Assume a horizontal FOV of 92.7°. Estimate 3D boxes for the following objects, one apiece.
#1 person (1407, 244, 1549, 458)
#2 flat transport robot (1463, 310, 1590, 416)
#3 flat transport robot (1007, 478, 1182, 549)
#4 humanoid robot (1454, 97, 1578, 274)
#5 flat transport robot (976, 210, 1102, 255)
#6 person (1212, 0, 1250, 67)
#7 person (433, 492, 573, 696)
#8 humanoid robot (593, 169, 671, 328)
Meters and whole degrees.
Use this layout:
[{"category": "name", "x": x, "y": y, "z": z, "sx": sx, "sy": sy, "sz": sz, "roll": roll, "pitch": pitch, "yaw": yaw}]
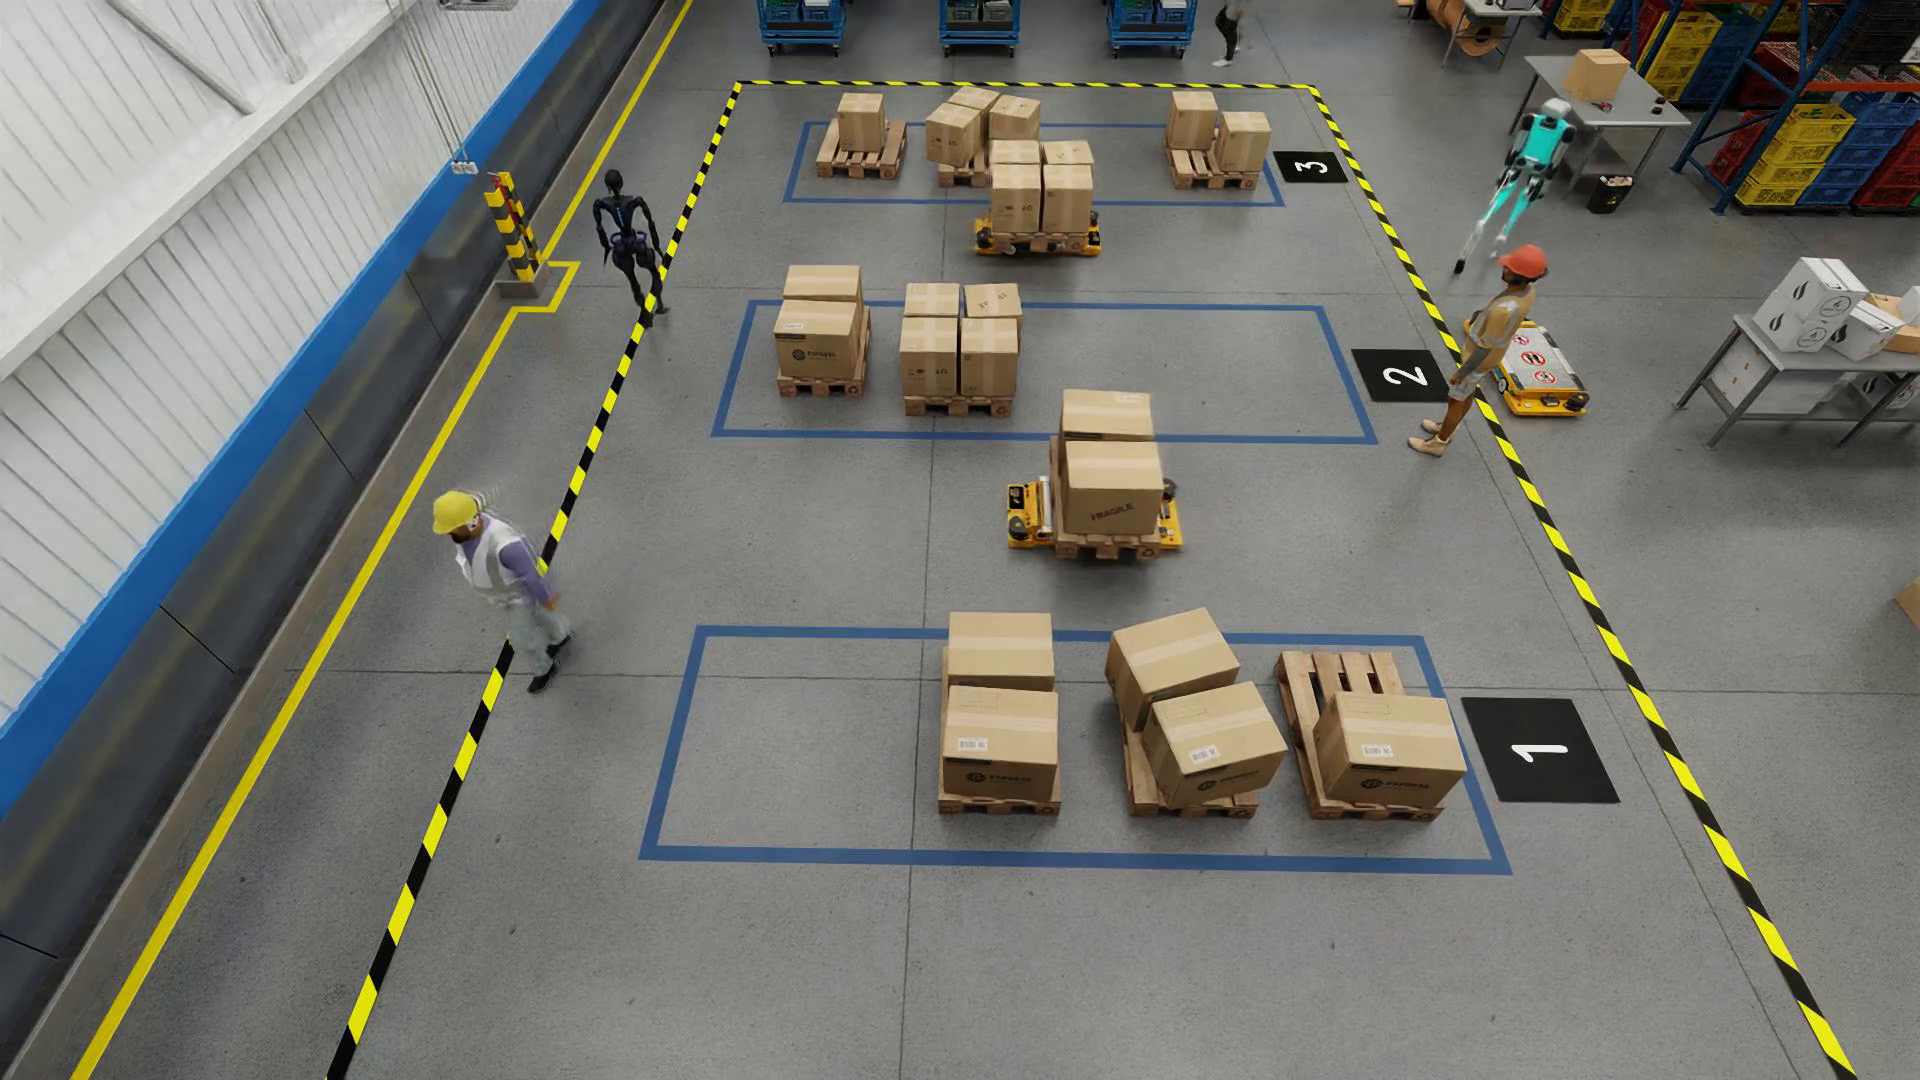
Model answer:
[{"category": "person", "x": 4.349, "y": -1.554, "z": 7.704, "sx": 0.365, "sy": 2.048, "sz": 0.607, "roll": 35, "pitch": 57, "yaw": 26}, {"category": "flat transport robot", "x": 5.573, "y": -1.757, "z": 9.054, "sx": 0.659, "sy": 0.231, "sz": 1.431, "roll": 1, "pitch": 49, "yaw": 1}, {"category": "flat transport robot", "x": 1.117, "y": -0.241, "z": 7.723, "sx": 1.431, "sy": 0.197, "sz": 0.652, "roll": 1, "pitch": 49, "yaw": 1}, {"category": "humanoid robot", "x": 5.820, "y": -3.667, "z": 9.748, "sx": 0.974, "sy": 1.761, "sz": 0.553, "roll": -35, "pitch": 57, "yaw": -26}, {"category": "flat transport robot", "x": 0.899, "y": -3.571, "z": 10.605, "sx": 1.431, "sy": 0.197, "sz": 0.652, "roll": 1, "pitch": 49, "yaw": 1}, {"category": "person", "x": 3.975, "y": -7.823, "z": 13.264, "sx": 0.420, "sy": 1.836, "sz": 0.621, "roll": -2, "pitch": 49, "yaw": -2}, {"category": "person", "x": -3.121, "y": 0.366, "z": 6.192, "sx": 0.626, "sy": 1.810, "sz": 0.660, "roll": 26, "pitch": 54, "yaw": 21}, {"category": "humanoid robot", "x": -3.272, "y": -2.889, "z": 9.101, "sx": 0.601, "sy": 1.654, "sz": 0.365, "roll": -8, "pitch": 50, "yaw": -7}]
